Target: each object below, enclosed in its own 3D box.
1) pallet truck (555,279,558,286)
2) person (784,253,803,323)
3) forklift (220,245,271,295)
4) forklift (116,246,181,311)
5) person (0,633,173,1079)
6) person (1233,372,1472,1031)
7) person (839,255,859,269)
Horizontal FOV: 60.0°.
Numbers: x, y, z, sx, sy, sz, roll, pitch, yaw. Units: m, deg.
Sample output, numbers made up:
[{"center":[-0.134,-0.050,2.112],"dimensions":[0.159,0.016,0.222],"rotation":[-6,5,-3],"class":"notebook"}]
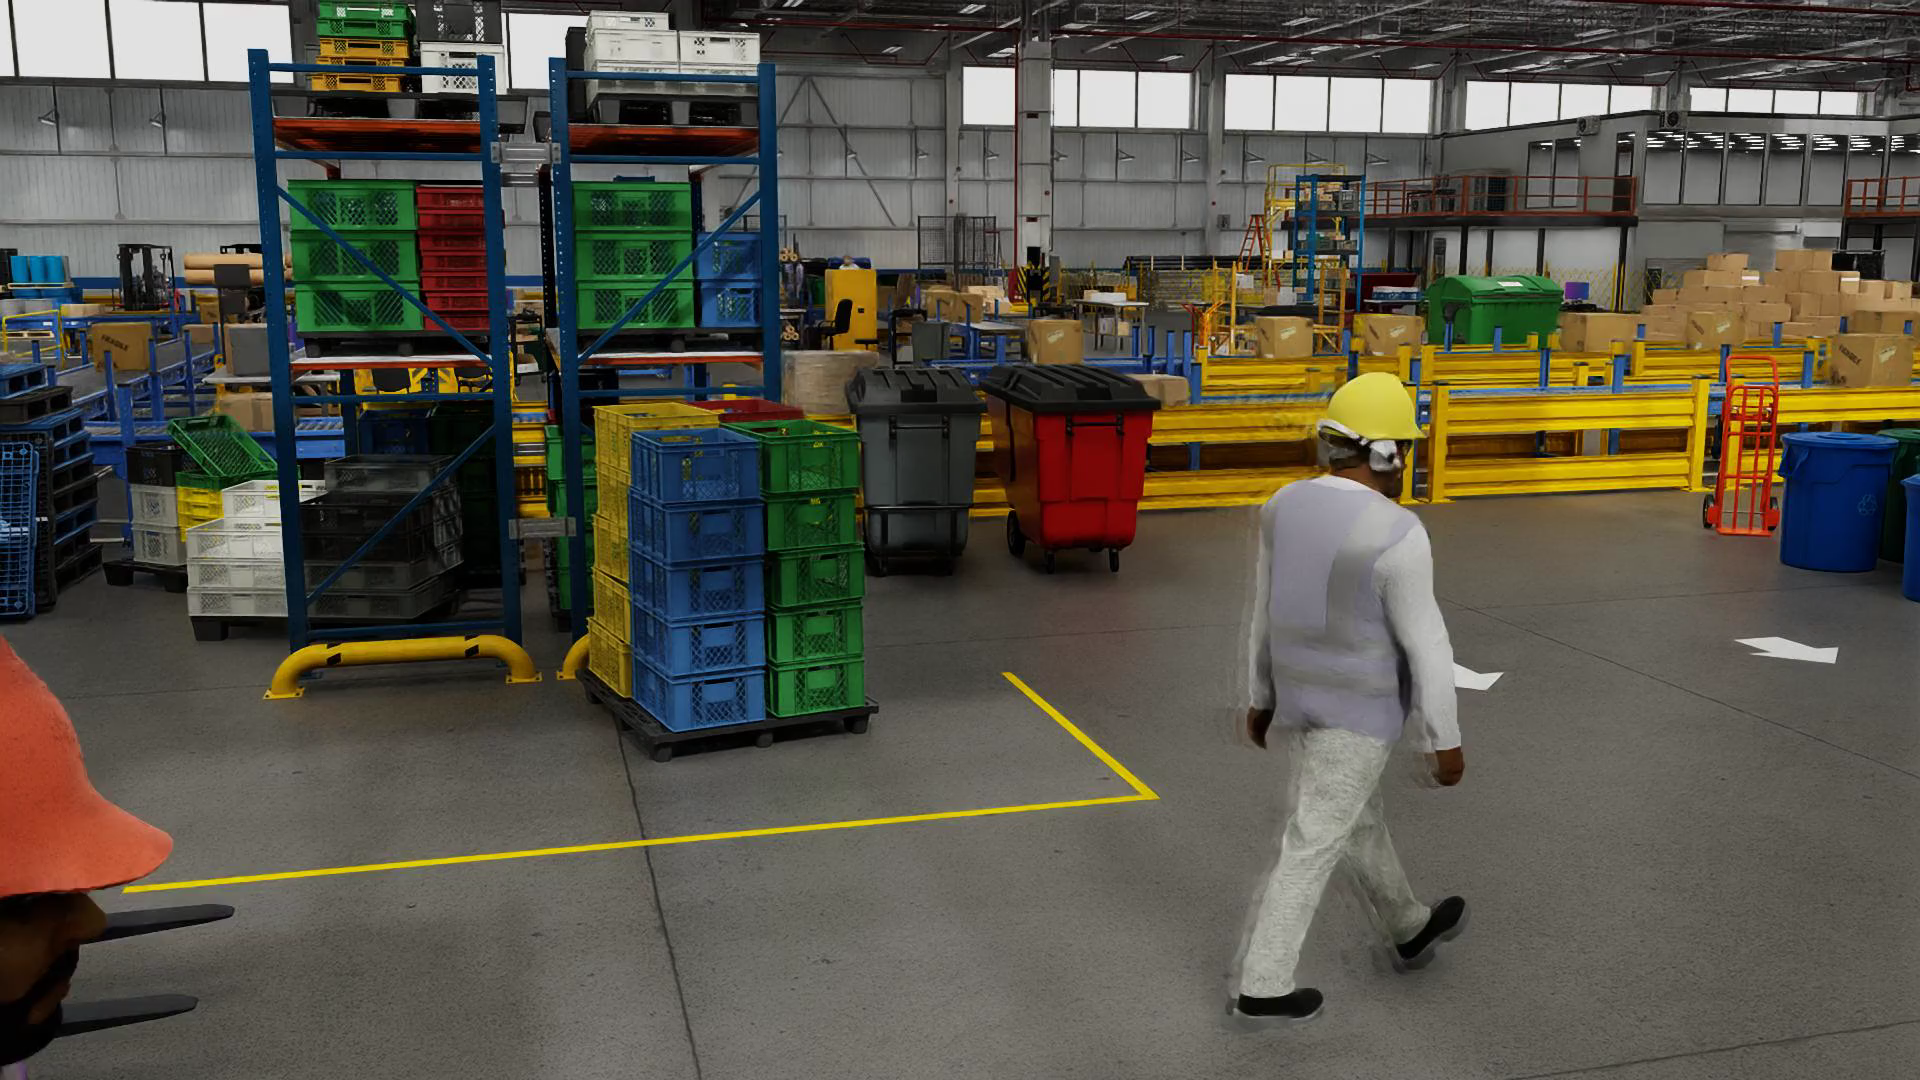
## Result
[{"center":[-10.604,-6.375,44.520],"dimensions":[0.653,1.274,1.630],"rotation":[-3,10,-15],"class":"pallet truck"},{"center":[-4.680,-7.076,46.436],"dimensions":[0.646,2.029,0.418],"rotation":[5,11,28],"class":"person"},{"center":[-17.749,-6.334,41.440],"dimensions":[1.157,1.987,2.680],"rotation":[-3,10,-17],"class":"forklift"},{"center":[-19.966,-6.232,40.894],"dimensions":[1.157,1.987,2.680],"rotation":[-3,10,-15],"class":"forklift"},{"center":[-0.849,0.980,1.210],"dimensions":[0.955,1.904,0.559],"rotation":[-3,10,-14],"class":"person"},{"center":[1.135,0.437,4.576],"dimensions":[0.930,1.779,0.623],"rotation":[-5,11,-25],"class":"person"},{"center":[-3.339,-7.634,50.119],"dimensions":[0.669,1.852,1.034],"rotation":[3,10,15],"class":"person"}]
